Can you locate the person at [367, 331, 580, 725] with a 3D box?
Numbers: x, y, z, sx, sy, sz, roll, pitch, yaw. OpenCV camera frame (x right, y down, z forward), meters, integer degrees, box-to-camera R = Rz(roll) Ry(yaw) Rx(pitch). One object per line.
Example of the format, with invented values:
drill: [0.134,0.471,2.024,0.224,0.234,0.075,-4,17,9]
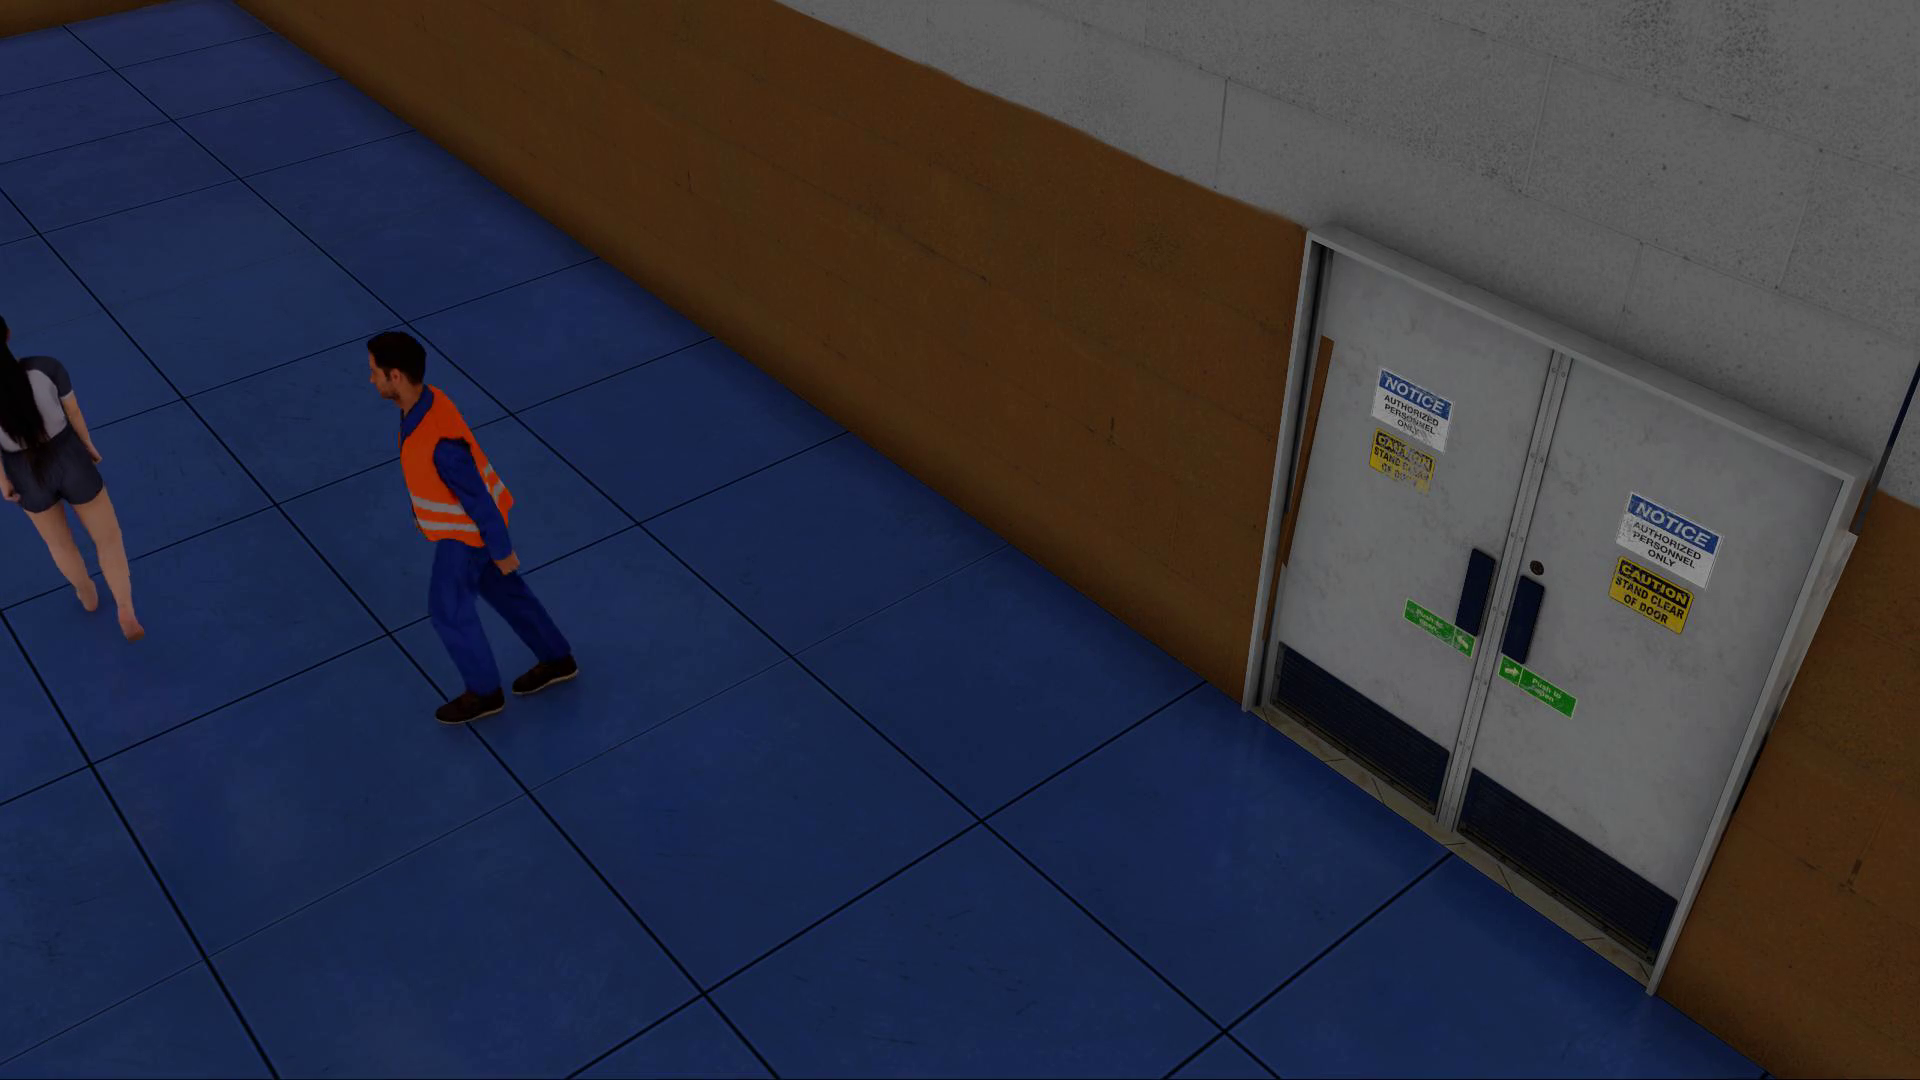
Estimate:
person: [-1.926,-0.036,6.817,0.958,1.805,0.828,-21,42,-26]

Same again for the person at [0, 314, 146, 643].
person: [-3.925,-0.249,7.246,0.903,1.631,0.740,-21,42,-26]
